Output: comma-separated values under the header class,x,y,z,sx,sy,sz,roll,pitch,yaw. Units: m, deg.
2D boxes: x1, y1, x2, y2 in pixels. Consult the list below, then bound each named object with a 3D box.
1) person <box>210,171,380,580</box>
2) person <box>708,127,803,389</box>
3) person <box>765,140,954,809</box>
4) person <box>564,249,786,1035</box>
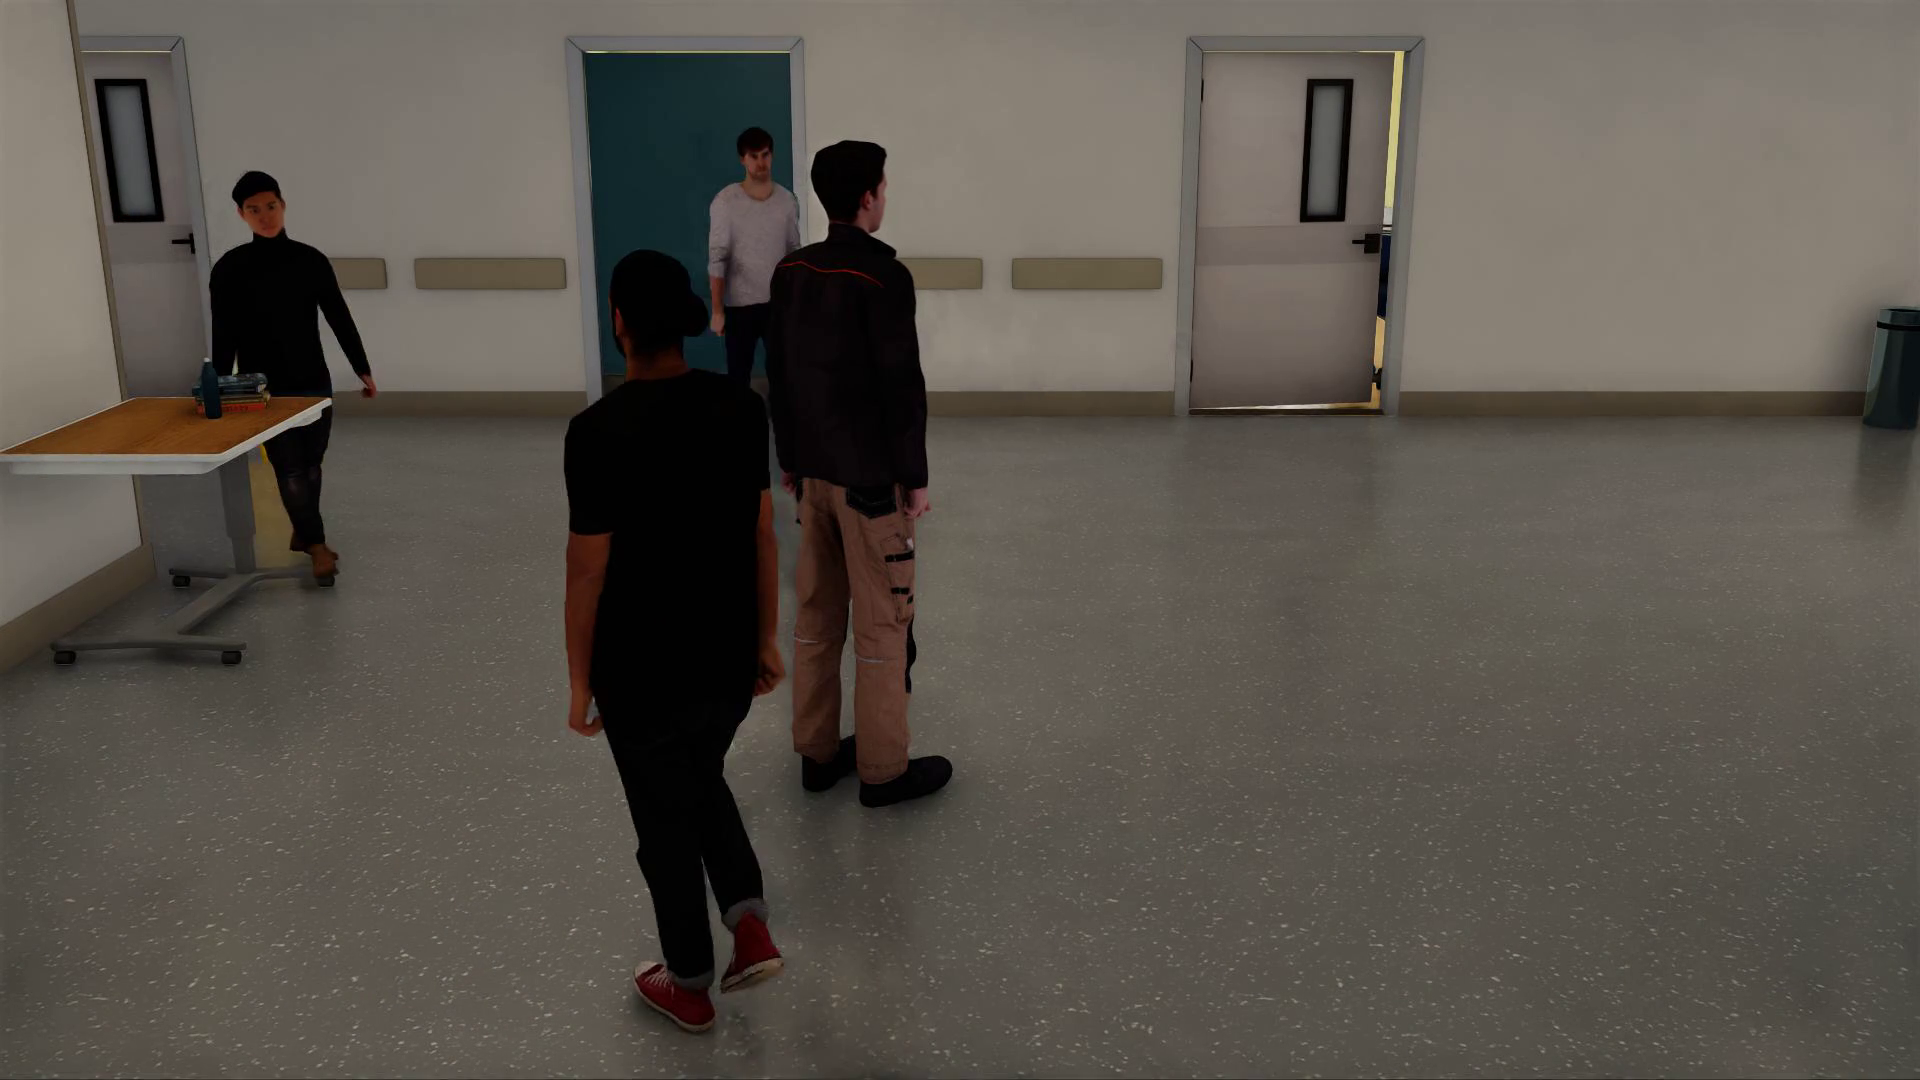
class,x,y,z,sx,sy,sz,roll,pitch,yaw
person,-2.902,-0.695,7.091,1.061,1.695,1.113,-14,21,-41
person,-1.116,-1.227,8.782,1.216,1.803,1.142,-10,18,-31
person,-0.316,-0.180,4.843,0.757,1.924,0.850,12,20,37
person,-0.559,0.273,3.552,0.818,1.752,0.879,-14,21,-41
